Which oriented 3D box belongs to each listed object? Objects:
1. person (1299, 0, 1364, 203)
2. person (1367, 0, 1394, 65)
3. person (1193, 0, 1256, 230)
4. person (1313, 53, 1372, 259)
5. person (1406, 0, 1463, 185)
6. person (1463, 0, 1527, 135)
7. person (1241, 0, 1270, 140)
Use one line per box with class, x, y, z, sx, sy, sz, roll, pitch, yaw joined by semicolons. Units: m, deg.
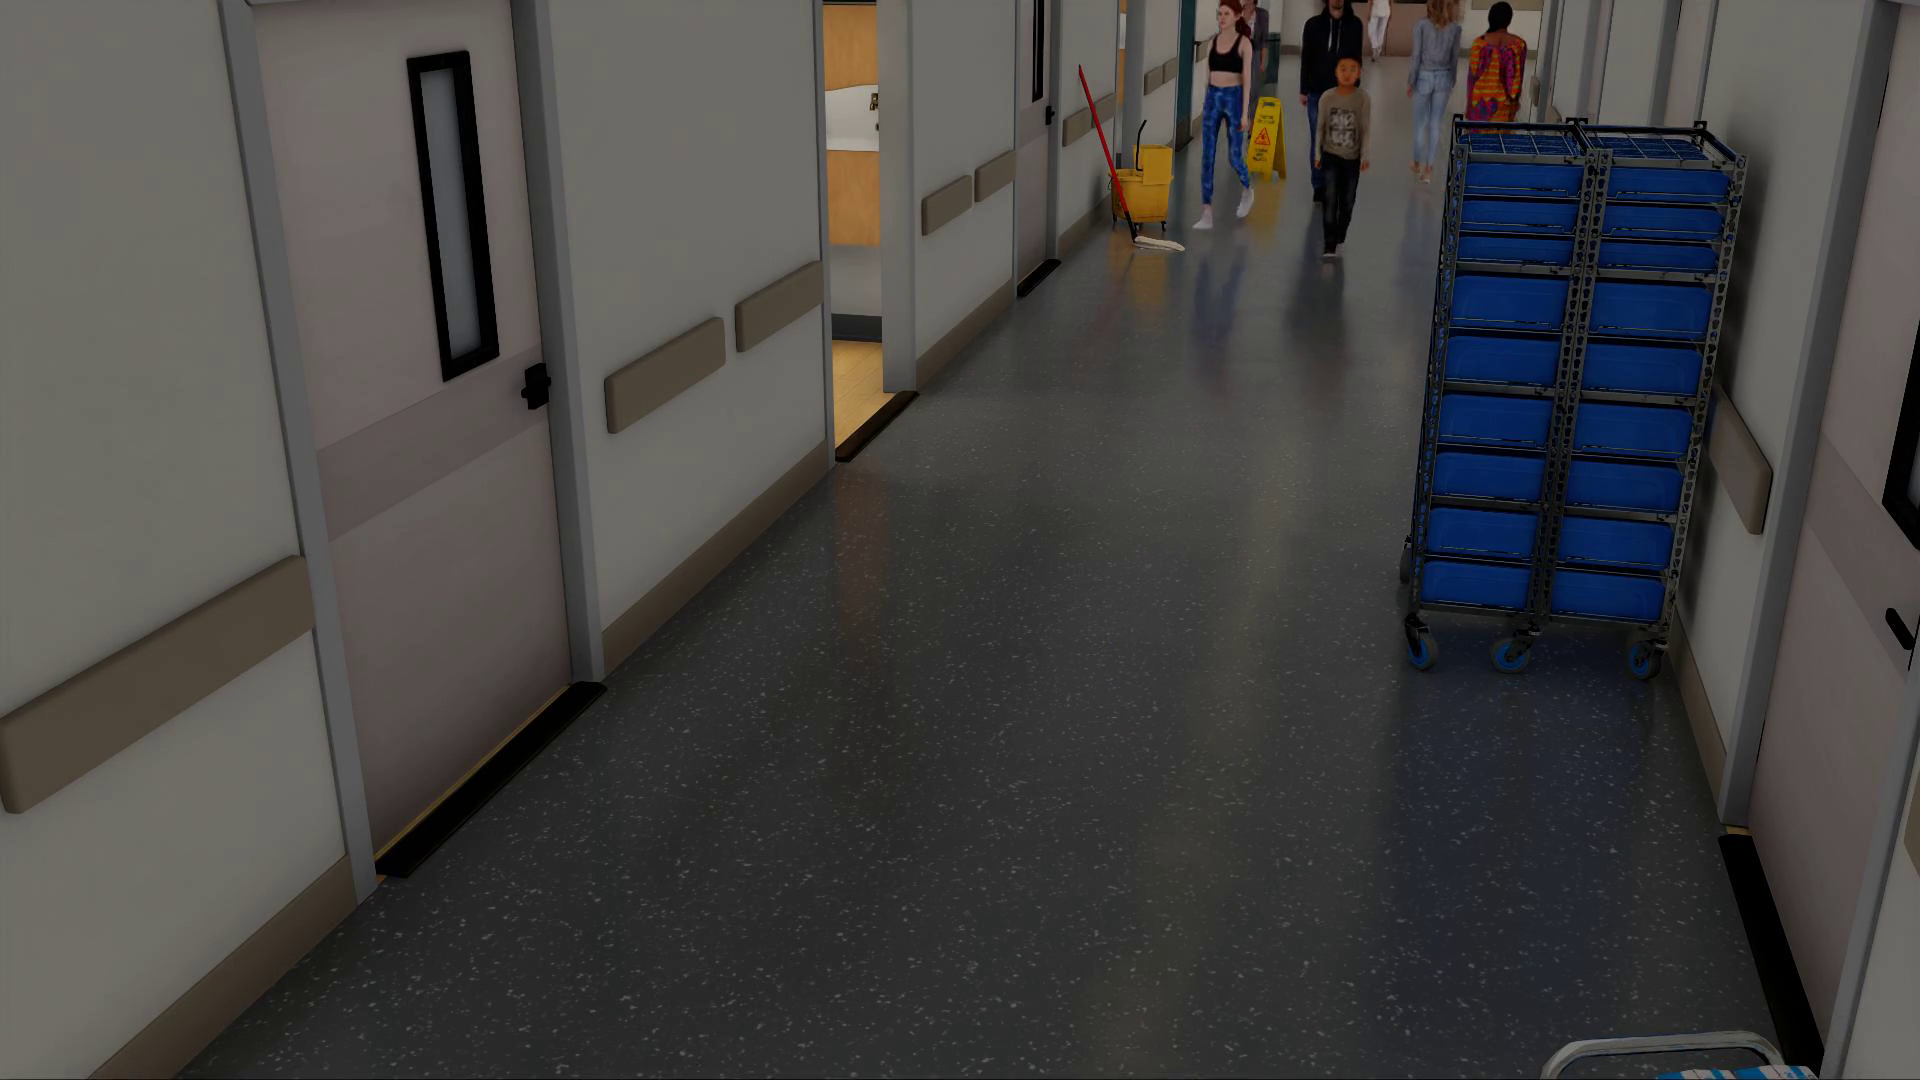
person;3.206;-3.909;14.490;0.744;1.875;0.918;2;21;6
person;6.949;-8.716;27.490;0.737;1.657;0.929;0;21;-1
person;2.154;-3.362;13.214;0.847;1.755;1.216;14;25;32
person;2.815;-2.824;12.236;0.583;1.442;1.009;4;21;10
person;4.322;-4.086;15.155;0.697;1.734;1.239;3;21;8
person;4.762;-3.941;14.866;0.639;1.653;0.689;5;21;12
person;3.197;-5.353;18.583;0.647;1.676;0.607;8;22;20
